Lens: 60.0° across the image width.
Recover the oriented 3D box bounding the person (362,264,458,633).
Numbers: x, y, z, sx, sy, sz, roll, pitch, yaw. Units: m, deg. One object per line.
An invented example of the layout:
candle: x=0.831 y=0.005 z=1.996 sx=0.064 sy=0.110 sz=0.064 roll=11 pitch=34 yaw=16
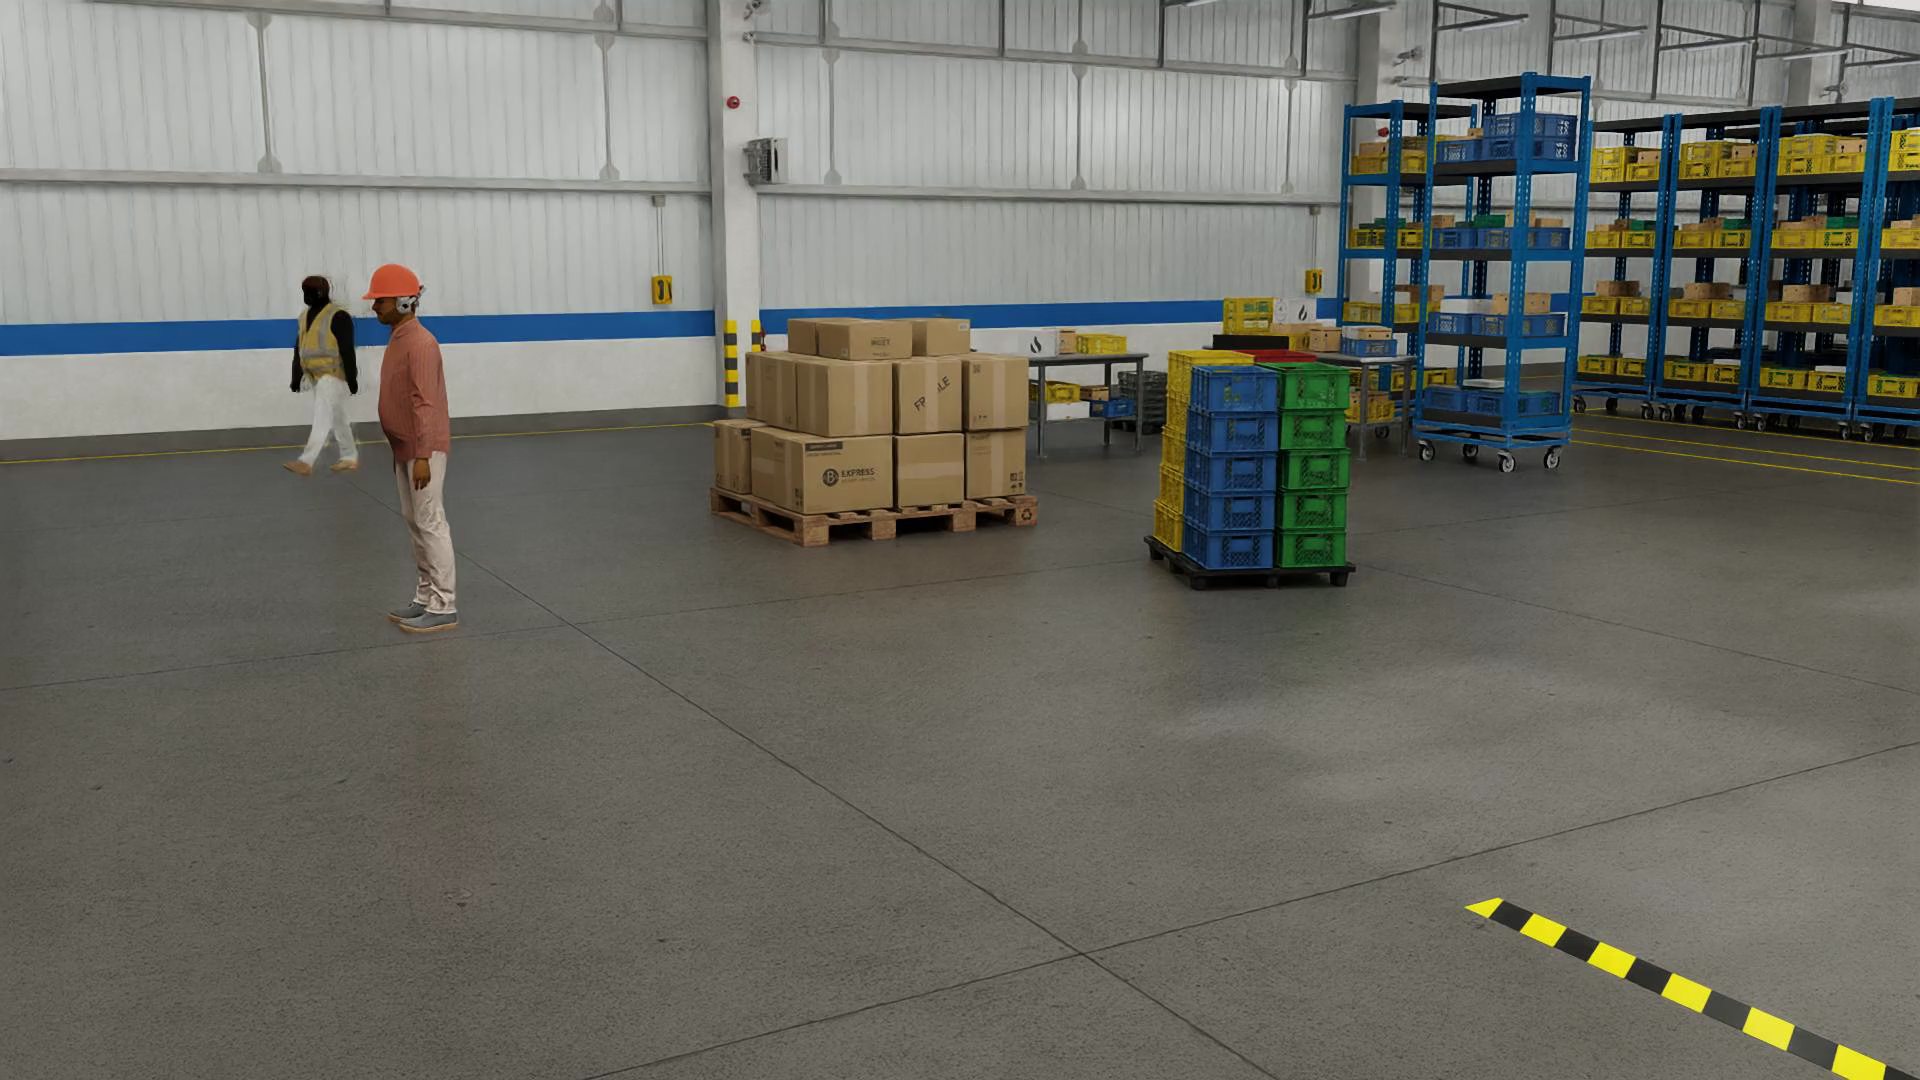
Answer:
person: x=-2.976 y=-0.491 z=9.005 sx=0.409 sy=1.987 sz=0.608 roll=-7 pitch=12 yaw=-34

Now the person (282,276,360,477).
person: x=-5.855 y=-1.474 z=15.057 sx=0.661 sy=1.799 sz=0.917 roll=7 pitch=12 yaw=36
